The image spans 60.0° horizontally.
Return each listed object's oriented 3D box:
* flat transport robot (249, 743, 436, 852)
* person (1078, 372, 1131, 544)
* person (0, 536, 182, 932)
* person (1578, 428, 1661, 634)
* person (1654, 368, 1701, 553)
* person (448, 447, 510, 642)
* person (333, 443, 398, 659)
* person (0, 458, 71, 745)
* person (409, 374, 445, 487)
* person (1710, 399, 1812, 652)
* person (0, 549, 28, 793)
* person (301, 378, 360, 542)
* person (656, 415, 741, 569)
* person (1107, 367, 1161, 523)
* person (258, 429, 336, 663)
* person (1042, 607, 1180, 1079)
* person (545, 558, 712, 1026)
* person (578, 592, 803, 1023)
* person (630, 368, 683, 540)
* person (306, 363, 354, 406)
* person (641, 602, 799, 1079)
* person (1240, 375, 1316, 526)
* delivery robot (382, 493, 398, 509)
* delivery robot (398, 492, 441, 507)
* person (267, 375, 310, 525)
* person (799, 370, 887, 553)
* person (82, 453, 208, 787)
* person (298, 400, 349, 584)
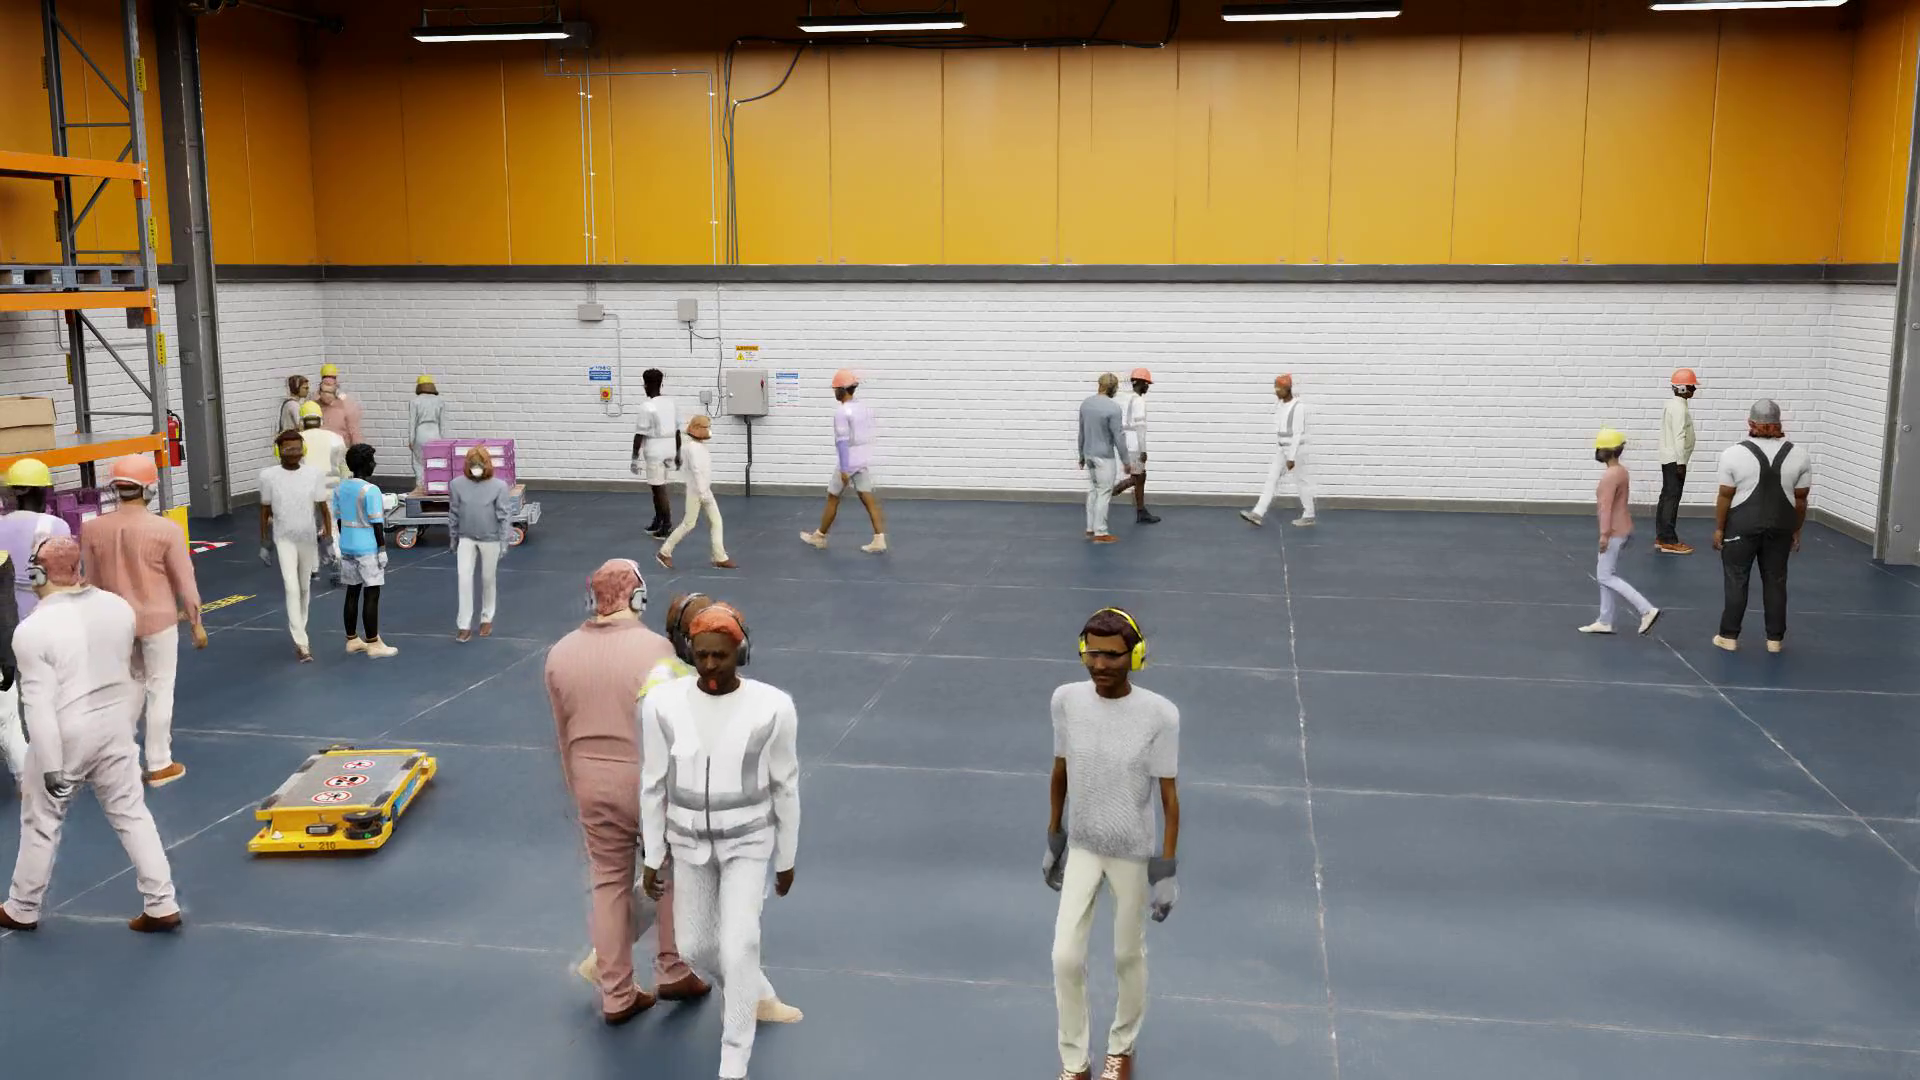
[{"bbox_3d":[-3.411,1.411,9.286,0.652,0.197,1.431,-1,9,-5],"label":"flat transport robot"},{"bbox_3d":[1.620,-0.910,18.578,0.483,1.922,0.670,-6,11,-32],"label":"person"},{"bbox_3d":[-4.015,0.898,7.587,0.968,1.855,0.640,4,10,24],"label":"person"},{"bbox_3d":[5.479,-0.050,13.747,0.604,1.748,0.543,6,11,31],"label":"person"},{"bbox_3d":[7.786,-0.863,18.062,0.377,1.995,0.609,2,9,12],"label":"person"},{"bbox_3d":[-3.956,0.039,13.650,0.512,1.596,0.776,-1,9,-7],"label":"person"},{"bbox_3d":[-4.703,0.082,13.116,0.540,1.696,0.317,6,11,35],"label":"person"},{"bbox_3d":[-5.593,0.458,10.113,0.627,1.909,0.423,2,9,11],"label":"person"},{"bbox_3d":[-6.920,-1.293,21.607,0.515,1.701,0.481,-7,11,-35],"label":"person"},{"bbox_3d":[6.390,-0.125,13.346,0.706,2.000,0.535,1,9,7],"label":"person"},{"bbox_3d":[-5.548,0.643,9.320,0.639,1.793,0.932,-2,9,-10],"label":"person"},{"bbox_3d":[-7.182,-0.921,18.913,0.670,1.843,1.060,1,9,6],"label":"person"},{"bbox_3d":[-2.703,-0.484,16.932,0.819,1.597,0.498,2,9,10],"label":"person"},{"bbox_3d":[2.014,-1.130,20.026,0.771,1.898,0.591,-1,9,-7],"label":"person"},{"bbox_3d":[-5.260,0.020,13.186,0.510,1.820,0.948,-6,11,-33],"label":"person"},{"bbox_3d":[0.505,1.160,5.959,0.565,1.847,0.673,4,10,23],"label":"person"},{"bbox_3d":[-1.326,1.009,6.806,0.665,1.876,0.641,3,10,21],"label":"person"},{"bbox_3d":[-1.136,1.075,6.729,0.959,1.798,0.636,1,9,8],"label":"person"},{"bbox_3d":[-3.511,-0.975,18.903,0.708,1.941,0.631,6,11,32],"label":"person"},{"bbox_3d":[-7.989,-1.302,21.145,0.586,1.891,0.905,-2,9,-11],"label":"person"},{"bbox_3d":[-0.861,1.120,6.187,0.569,1.861,0.734,1,9,8],"label":"person"},{"bbox_3d":[3.826,-1.043,19.705,1.008,1.821,0.635,-3,10,-21],"label":"person"},{"bbox_3d":[-6.949,-0.413,19.437,0.707,0.478,0.477,-4,10,-22],"label":"delivery robot"},{"bbox_3d":[-6.282,-0.464,19.752,0.707,0.478,0.477,-8,12,-41],"label":"delivery robot"},{"bbox_3d":[-7.929,-1.084,20.038,0.981,1.786,0.507,-3,10,-20],"label":"person"},{"bbox_3d":[-1.232,-0.844,17.997,1.074,1.984,0.624,5,10,28],"label":"person"},{"bbox_3d":[-4.785,0.478,9.792,0.628,1.979,0.428,1,9,7],"label":"person"},{"bbox_3d":[-6.233,-0.459,16.158,0.595,1.800,0.780,-5,10,-28],"label":"person"}]
